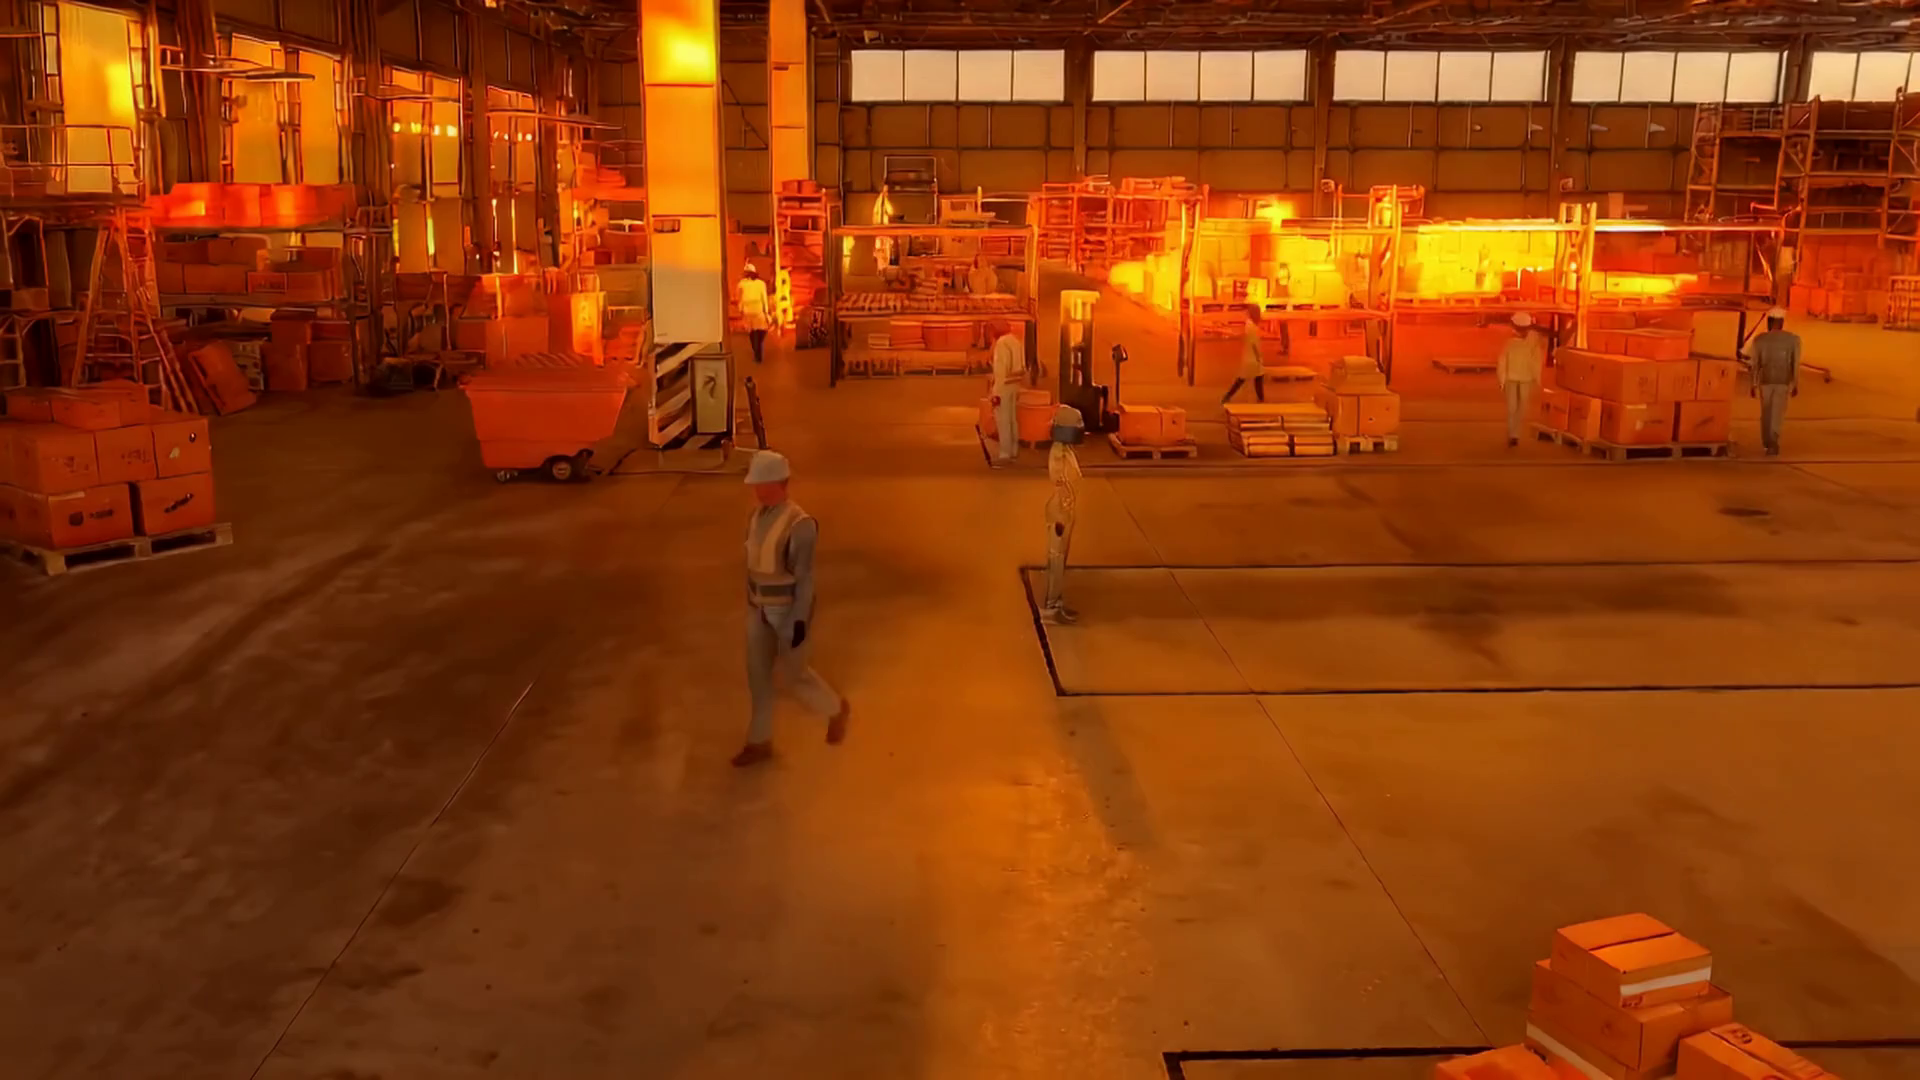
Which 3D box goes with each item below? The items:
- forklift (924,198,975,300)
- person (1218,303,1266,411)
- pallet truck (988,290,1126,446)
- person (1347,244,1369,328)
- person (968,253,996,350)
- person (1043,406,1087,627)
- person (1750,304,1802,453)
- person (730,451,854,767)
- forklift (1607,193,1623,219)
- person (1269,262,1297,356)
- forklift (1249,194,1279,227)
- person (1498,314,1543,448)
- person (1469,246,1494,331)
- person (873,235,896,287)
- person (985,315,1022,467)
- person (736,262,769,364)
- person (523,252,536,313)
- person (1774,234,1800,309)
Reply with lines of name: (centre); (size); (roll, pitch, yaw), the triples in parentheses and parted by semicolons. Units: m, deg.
forklift: (-0.056, -8.038, 46.012); (1.129, 2.768, 1.873); (9, 16, 36)
person: (4.236, -2.671, 24.557); (0.860, 1.662, 0.540); (2, 13, 8)
pallet truck: (1.257, -2.299, 22.111); (1.885, 1.965, 0.823); (-9, 15, -35)
person: (9.168, -5.844, 38.305); (0.549, 1.925, 0.397); (-11, 16, -40)
person: (0.438, -4.807, 33.579); (0.628, 1.937, 0.378); (9, 15, 36)
person: (0.836, -0.196, 13.196); (0.320, 1.742, 0.492); (3, 13, 11)
person: (10.300, -2.019, 21.057); (0.604, 1.901, 0.598); (5, 13, 22)
person: (-1.047, 0.397, 10.110); (0.610, 1.925, 0.764); (12, 17, 42)
forklift: (22.712, -10.665, 57.874); (1.873, 2.768, 1.129); (3, 13, 13)
person: (6.268, -4.515, 32.554); (0.535, 1.797, 0.938); (12, 17, 44)
forklift: (10.057, -10.104, 55.342); (1.129, 2.768, 1.873); (-2, 13, -10)
person: (7.296, -2.057, 21.598); (0.542, 1.733, 0.776); (0, 12, 2)
person: (11.798, -5.669, 37.508); (0.386, 1.918, 0.596); (-2, 13, -9)
person: (-2.355, -8.894, 52.253); (0.678, 1.824, 0.994); (4, 13, 16)
person: (0.527, -1.816, 20.287); (0.429, 1.841, 0.634); (5, 13, 22)
person: (-3.864, -4.236, 31.057); (0.585, 1.906, 0.432); (-3, 13, -12)
person: (-10.511, -6.212, 40.614); (0.314, 1.633, 0.516); (-7, 14, -30)
person: (21.608, -7.026, 43.526); (0.602, 1.966, 0.368); (5, 14, 23)
